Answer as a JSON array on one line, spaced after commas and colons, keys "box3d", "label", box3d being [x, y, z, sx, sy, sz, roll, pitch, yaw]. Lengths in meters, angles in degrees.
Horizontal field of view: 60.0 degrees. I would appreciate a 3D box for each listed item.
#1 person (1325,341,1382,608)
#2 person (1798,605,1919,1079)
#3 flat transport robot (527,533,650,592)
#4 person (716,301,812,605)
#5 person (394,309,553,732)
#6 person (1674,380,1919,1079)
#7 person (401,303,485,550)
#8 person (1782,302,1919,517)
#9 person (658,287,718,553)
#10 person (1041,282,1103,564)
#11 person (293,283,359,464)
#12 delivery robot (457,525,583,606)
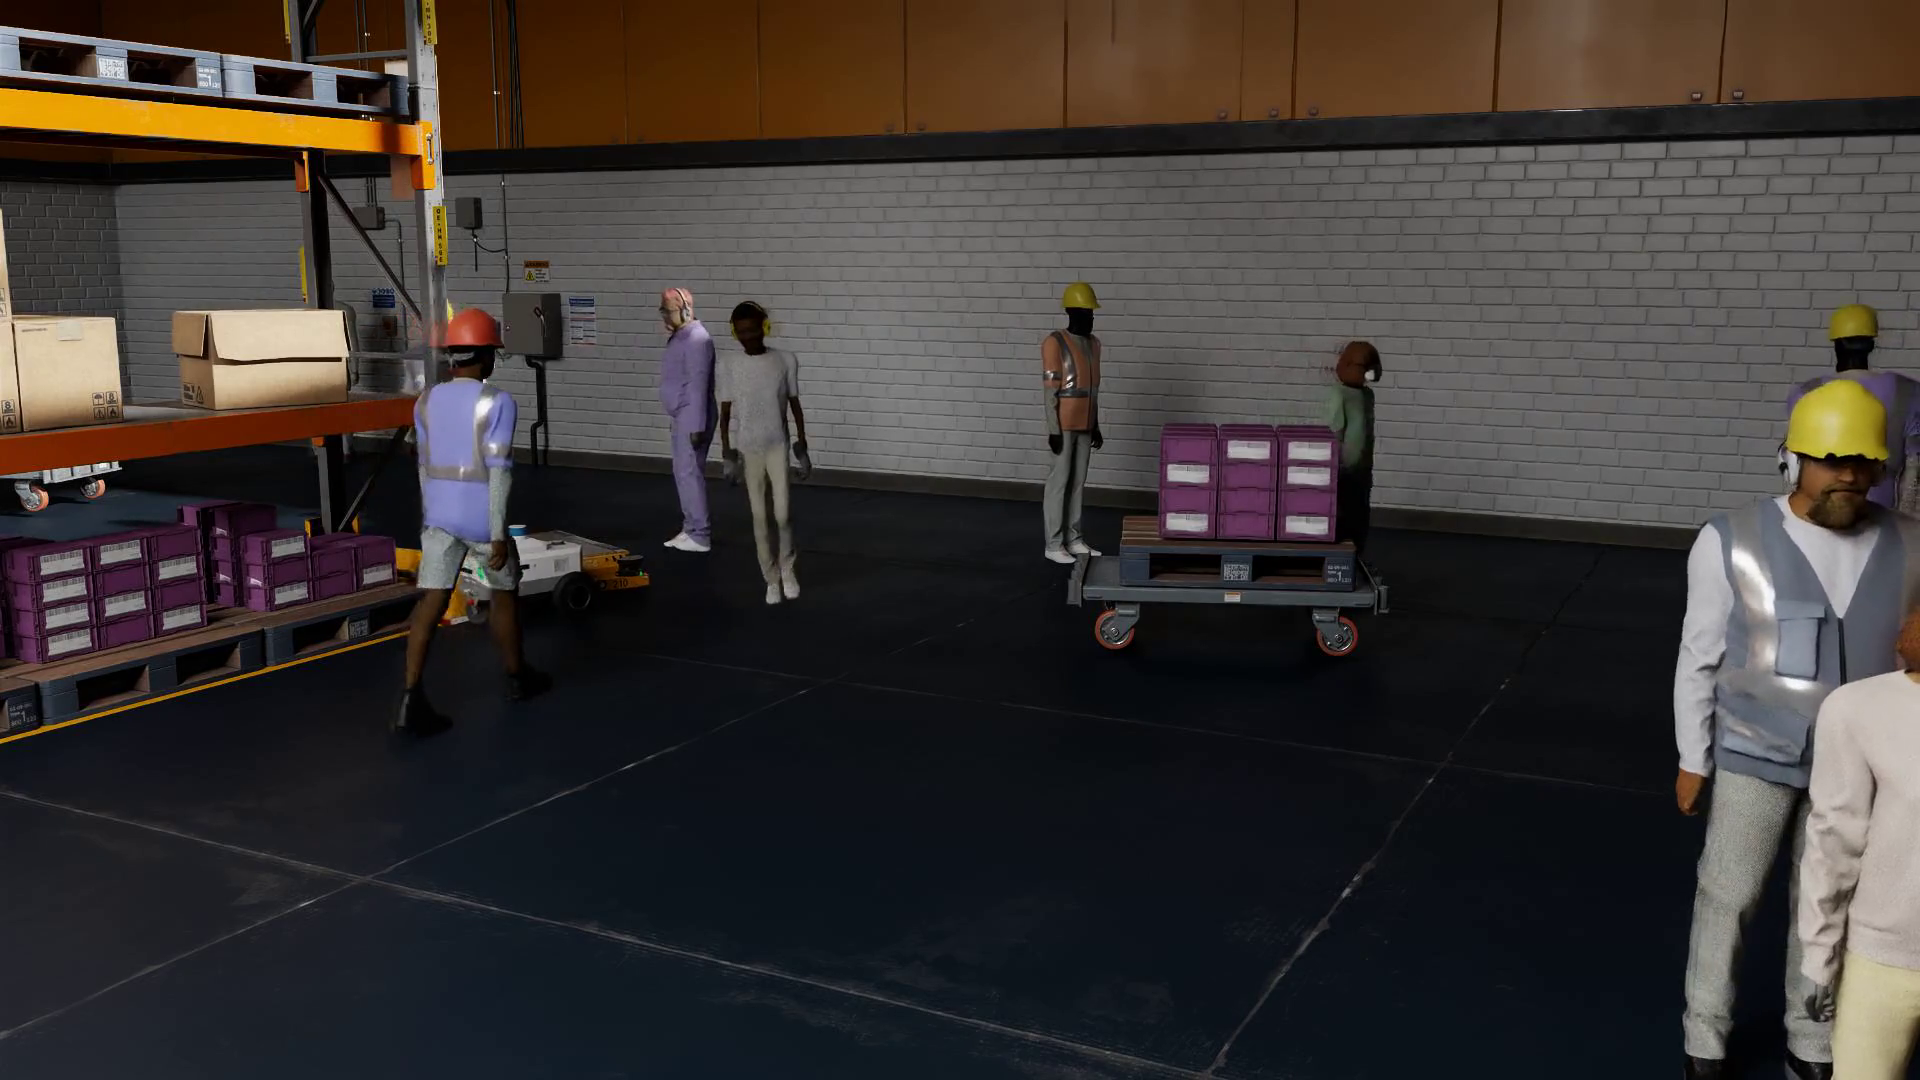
[{"box3d": [2.265, -0.385, 9.923, 0.471, 1.611, 0.549, 7, 12, 37], "label": "person"}, {"box3d": [1.818, 0.796, 3.074, 0.497, 1.627, 0.277, 4, 10, 20], "label": "person"}, {"box3d": [-2.648, 0.138, 10.792, 0.652, 0.197, 1.431, -8, 12, -38], "label": "flat transport robot"}, {"box3d": [-1.181, -0.516, 10.046, 0.561, 1.841, 0.387, -1, 10, -4], "label": "person"}, {"box3d": [-2.249, -0.099, 7.526, 0.552, 1.882, 1.041, 3, 10, 19], "label": "person"}, {"box3d": [2.055, 0.522, 4.062, 0.599, 1.827, 0.403, 1, 10, 7], "label": "person"}, {"box3d": [-3.553, -0.748, 11.459, 0.605, 1.824, 0.421, 0, 10, 1], "label": "person"}, {"box3d": [4.168, -0.157, 7.803, 0.598, 1.900, 0.796, 4, 11, 23], "label": "person"}, {"box3d": [-1.939, -0.850, 11.847, 0.401, 1.890, 0.707, -4, 11, -22], "label": "person"}, {"box3d": [0.794, -0.808, 11.479, 0.379, 1.928, 0.585, 8, 13, 39], "label": "person"}, {"box3d": [-6.407, -1.730, 16.825, 0.641, 1.934, 0.394, -3, 10, -15], "label": "person"}, {"box3d": [-2.547, 0.155, 9.602, 0.477, 0.478, 0.707, 10, 14, 44], "label": "delivery robot"}]
